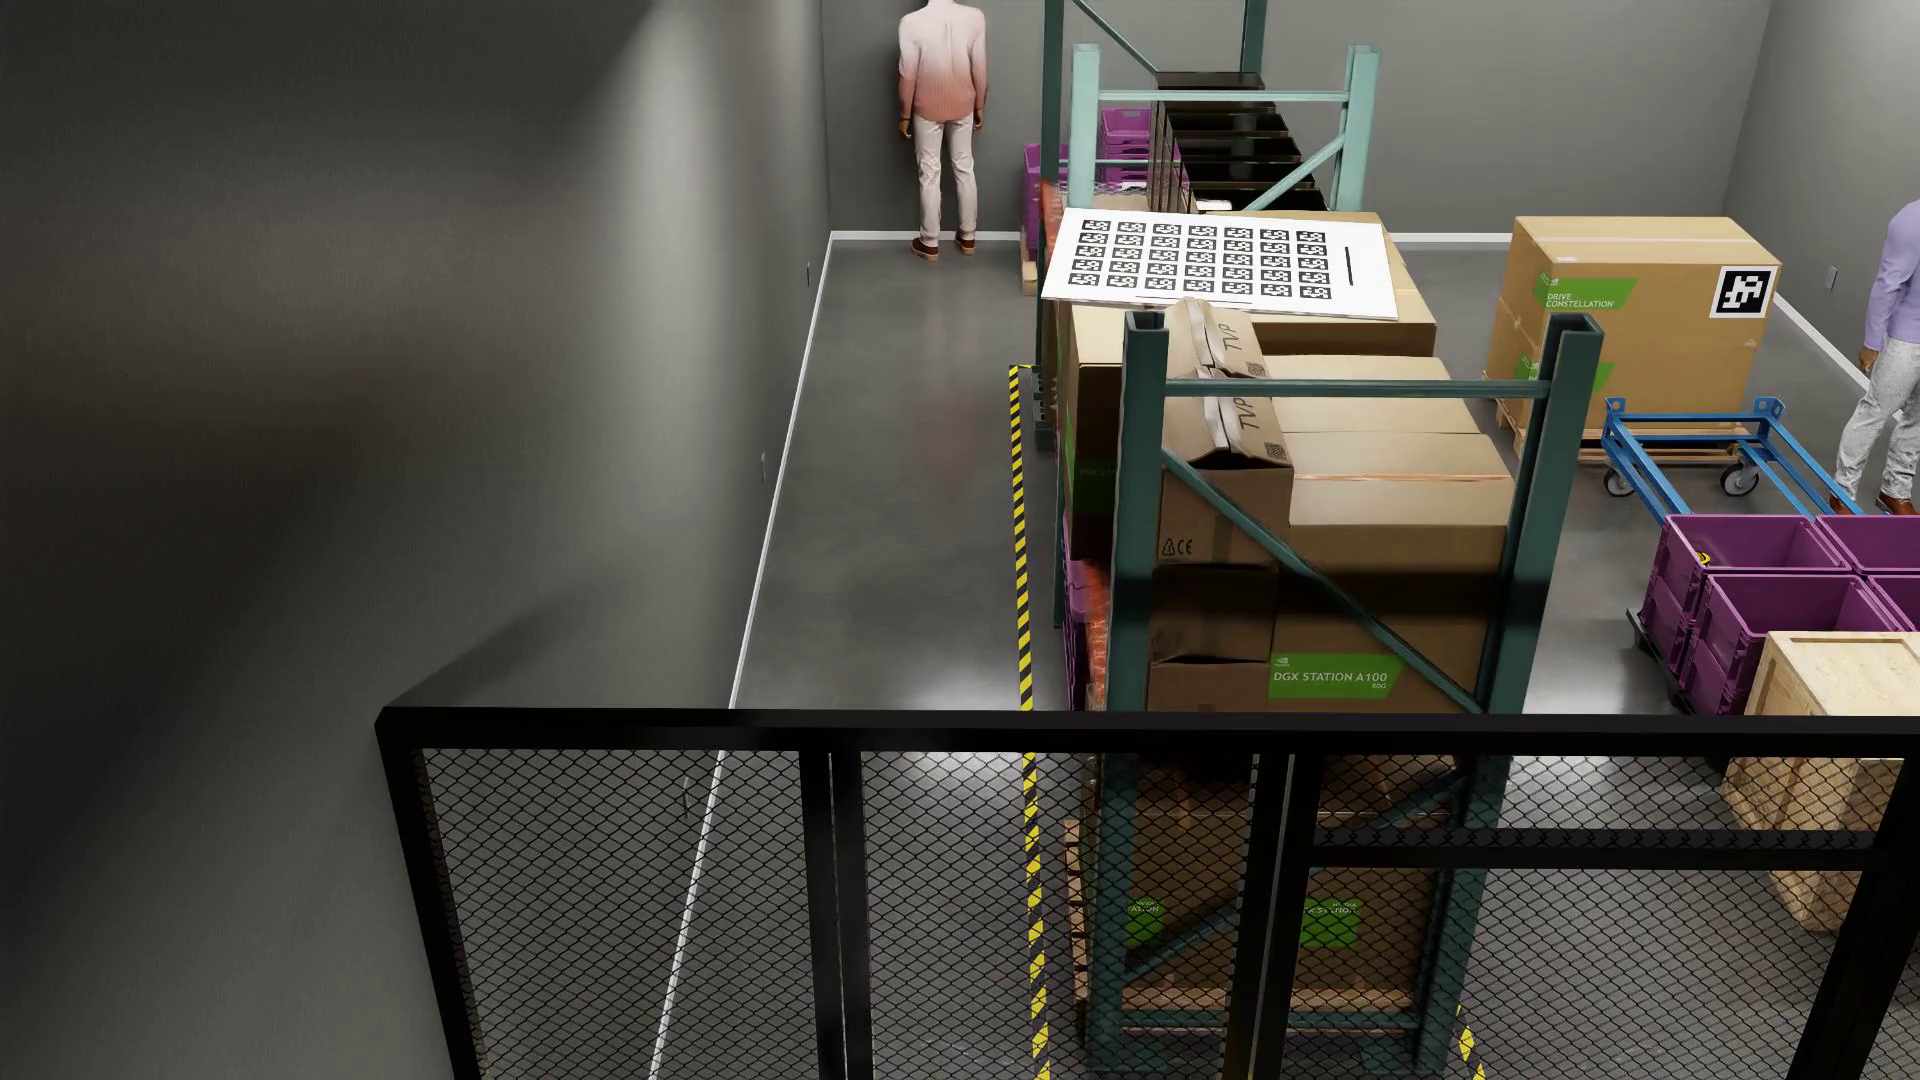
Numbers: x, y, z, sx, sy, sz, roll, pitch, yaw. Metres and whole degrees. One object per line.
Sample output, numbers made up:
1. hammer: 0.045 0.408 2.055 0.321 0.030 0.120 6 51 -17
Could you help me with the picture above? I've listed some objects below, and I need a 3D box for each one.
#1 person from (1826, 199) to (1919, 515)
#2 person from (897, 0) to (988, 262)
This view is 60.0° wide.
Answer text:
1. person: 4.528 -0.940 7.776 0.636 1.938 0.358 -1 31 -2
2. person: -0.124 -2.825 10.853 0.618 1.993 0.396 -12 33 -19
